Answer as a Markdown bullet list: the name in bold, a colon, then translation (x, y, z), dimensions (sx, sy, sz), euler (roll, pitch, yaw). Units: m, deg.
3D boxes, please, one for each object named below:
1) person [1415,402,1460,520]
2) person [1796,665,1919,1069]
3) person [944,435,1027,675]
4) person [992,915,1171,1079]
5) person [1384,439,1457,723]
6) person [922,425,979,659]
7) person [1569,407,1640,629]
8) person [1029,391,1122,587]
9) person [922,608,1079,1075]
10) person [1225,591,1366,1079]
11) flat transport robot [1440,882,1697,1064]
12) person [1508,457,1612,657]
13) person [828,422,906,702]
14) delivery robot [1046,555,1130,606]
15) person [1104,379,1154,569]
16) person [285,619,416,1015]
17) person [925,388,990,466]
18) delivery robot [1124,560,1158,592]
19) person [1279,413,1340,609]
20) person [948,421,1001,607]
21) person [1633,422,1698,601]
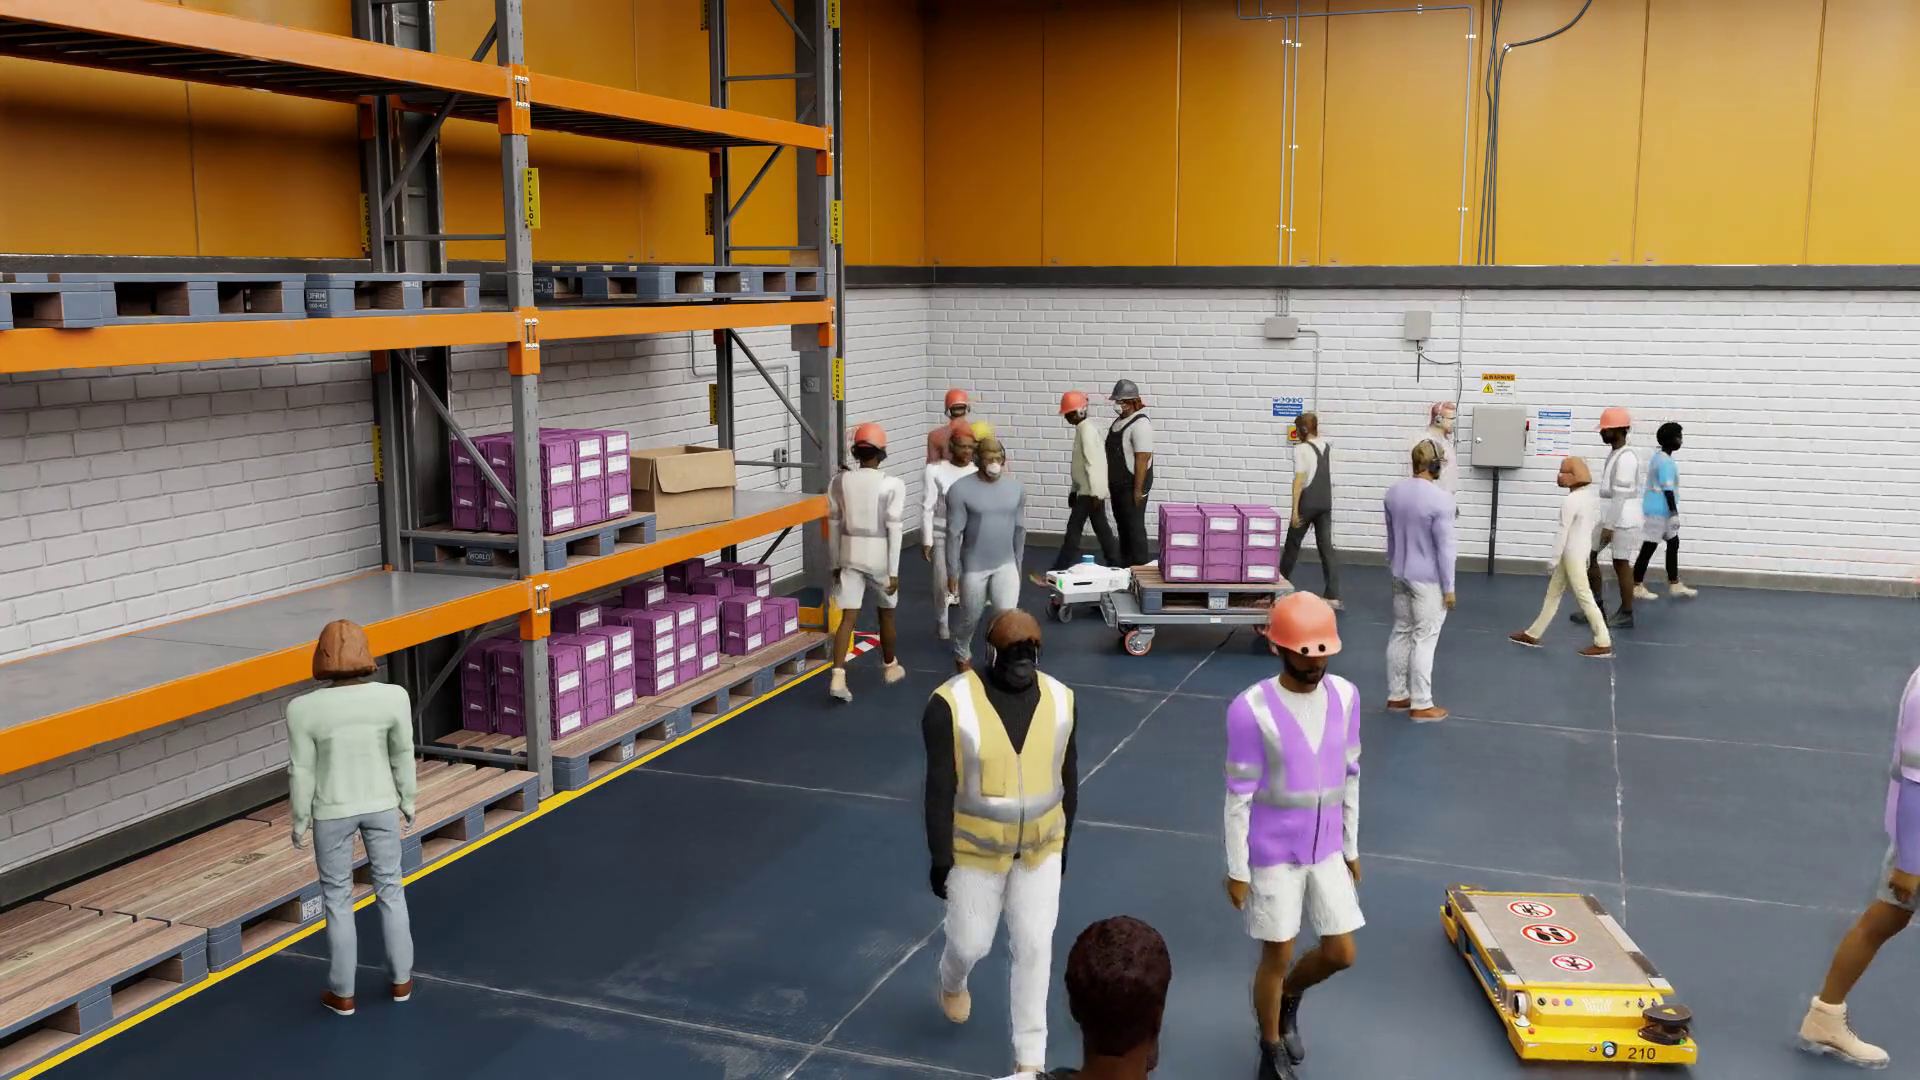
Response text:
- **person**: translation (4.370, -0.329, 15.280), dimensions (0.449, 1.888, 0.642), euler (4, 10, 25)
- **person**: translation (3.675, 1.076, 6.114), dimensions (1.045, 1.985, 0.633), euler (6, 11, 35)
- **person**: translation (0.170, 0.178, 12.053), dimensions (0.643, 1.904, 0.963), euler (-3, 10, -19)
- **person**: translation (0.276, 1.615, 3.095), dimensions (0.599, 1.876, 1.007), euler (5, 10, 28)
- **person**: translation (3.136, 0.277, 11.318), dimensions (0.389, 1.934, 0.627), euler (-4, 10, -24)
- **person**: translation (-0.042, -0.021, 13.476), dimensions (0.582, 1.852, 0.931), euler (-1, 9, -7)
- **person**: translation (5.530, -0.179, 14.250), dimensions (0.652, 1.916, 0.545), euler (1, 9, 5)
- **person**: translation (1.144, -0.462, 15.962), dimensions (0.978, 1.922, 0.624), euler (1, 9, 7)
- **person**: translation (0.146, 1.134, 6.296), dimensions (0.629, 1.824, 0.756), euler (-3, 9, -16)
- **person**: translation (1.214, 1.118, 6.063), dimensions (0.564, 1.920, 0.459), euler (-4, 10, -21)
- **flat transport robot**: translation (2.517, 1.788, 7.026), dimensions (0.652, 0.197, 1.431), euler (1, 9, 3)
- **person**: translation (4.867, 0.128, 13.323), dimensions (0.847, 1.582, 0.515), euler (6, 11, 34)
- **person**: translation (-0.694, 0.151, 11.971), dimensions (0.619, 1.992, 1.074), euler (3, 9, 17)
- **delivery robot**: translation (1.130, 0.378, 14.702), dimensions (0.707, 0.478, 0.477), euler (-3, 9, -19)
- **person**: translation (1.620, -0.578, 16.346), dimensions (0.537, 2.000, 0.685), euler (-2, 9, -14)
- **person**: translation (-2.498, 1.135, 6.865), dimensions (0.507, 1.631, 0.267), euler (-6, 11, -32)
- **person**: translation (-0.013, -0.442, 15.695), dimensions (0.641, 1.974, 0.435), euler (-1, 9, -8)
- **delivery robot**: translation (1.835, 0.346, 14.903), dimensions (0.707, 0.478, 0.477), euler (-4, 10, -27)
- **person**: translation (3.185, -0.279, 15.317), dimensions (0.591, 1.765, 0.990), euler (-5, 10, -28)
- **person**: translation (0.129, -0.221, 15.111), dimensions (0.539, 1.716, 0.804), euler (8, 12, 41)
- **person**: translation (6.611, -0.252, 15.427), dimensions (0.727, 1.665, 0.555), euler (3, 9, 17)
